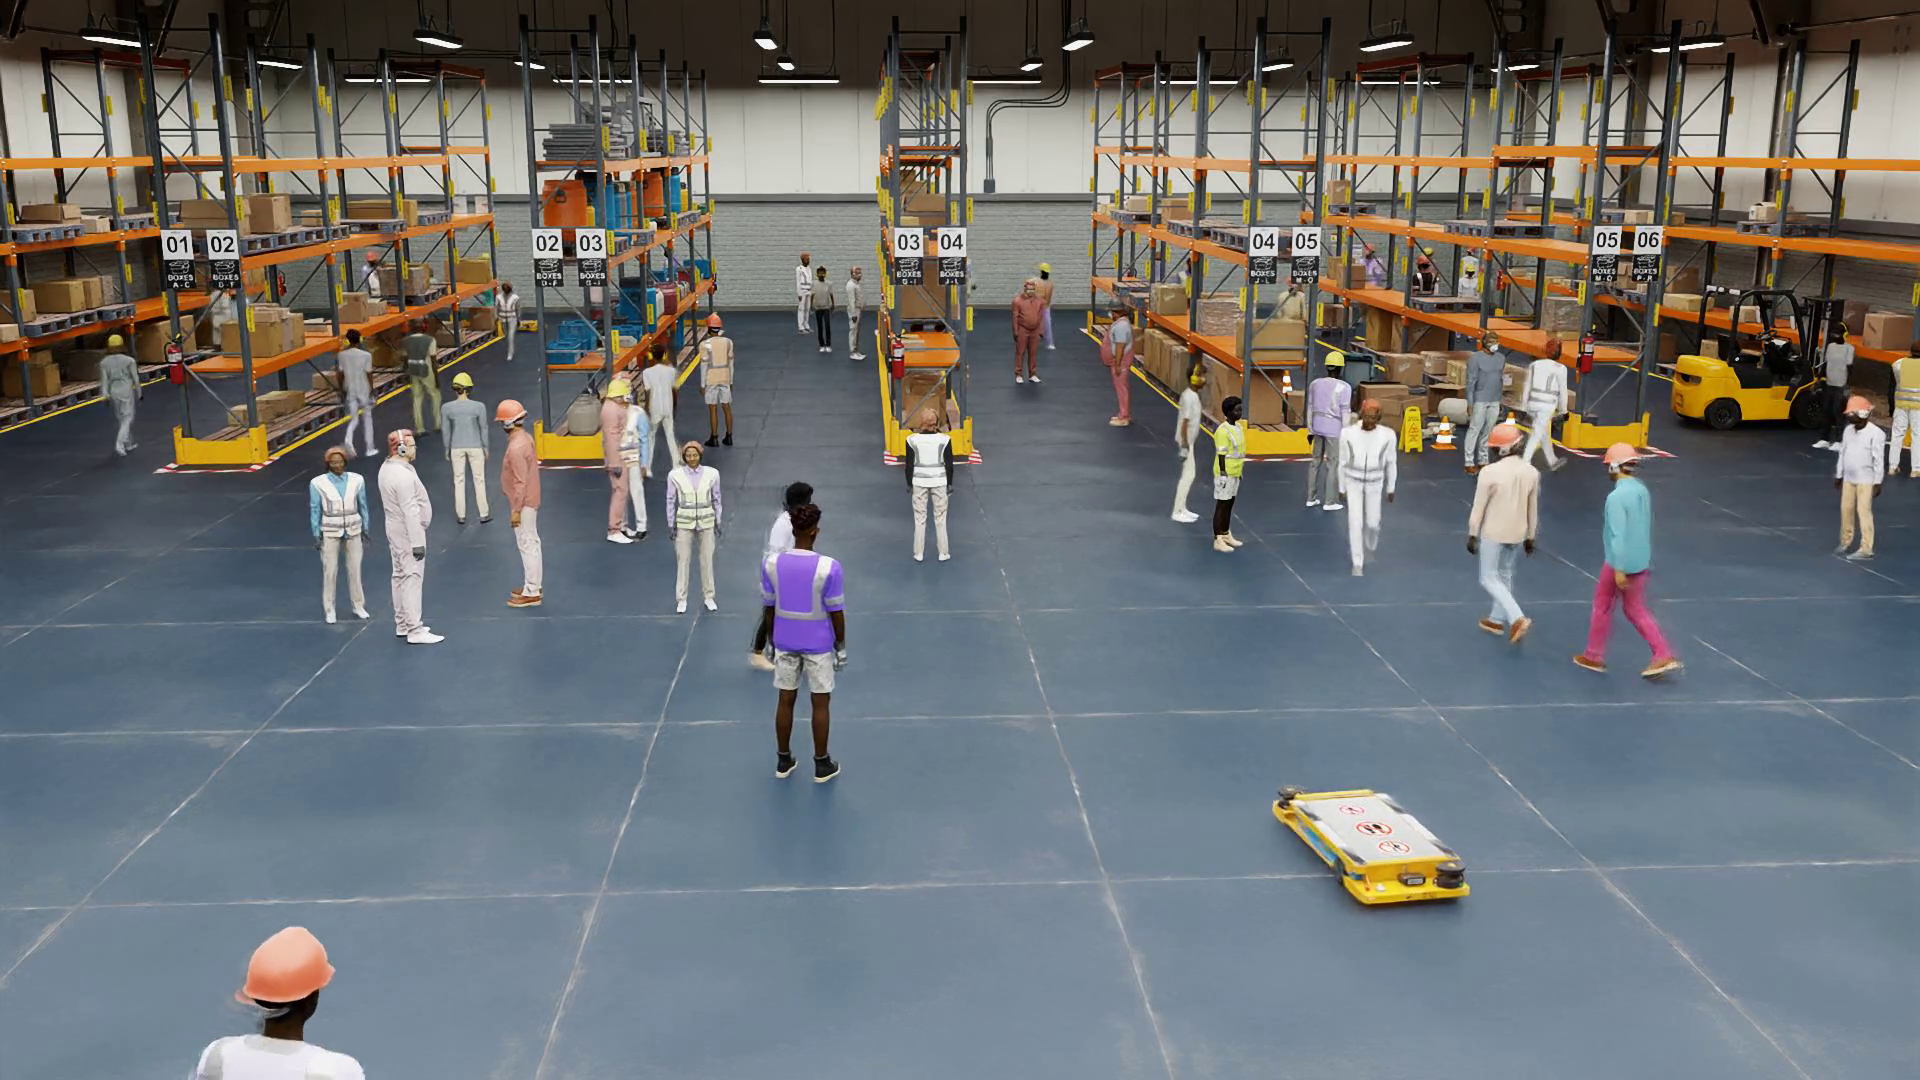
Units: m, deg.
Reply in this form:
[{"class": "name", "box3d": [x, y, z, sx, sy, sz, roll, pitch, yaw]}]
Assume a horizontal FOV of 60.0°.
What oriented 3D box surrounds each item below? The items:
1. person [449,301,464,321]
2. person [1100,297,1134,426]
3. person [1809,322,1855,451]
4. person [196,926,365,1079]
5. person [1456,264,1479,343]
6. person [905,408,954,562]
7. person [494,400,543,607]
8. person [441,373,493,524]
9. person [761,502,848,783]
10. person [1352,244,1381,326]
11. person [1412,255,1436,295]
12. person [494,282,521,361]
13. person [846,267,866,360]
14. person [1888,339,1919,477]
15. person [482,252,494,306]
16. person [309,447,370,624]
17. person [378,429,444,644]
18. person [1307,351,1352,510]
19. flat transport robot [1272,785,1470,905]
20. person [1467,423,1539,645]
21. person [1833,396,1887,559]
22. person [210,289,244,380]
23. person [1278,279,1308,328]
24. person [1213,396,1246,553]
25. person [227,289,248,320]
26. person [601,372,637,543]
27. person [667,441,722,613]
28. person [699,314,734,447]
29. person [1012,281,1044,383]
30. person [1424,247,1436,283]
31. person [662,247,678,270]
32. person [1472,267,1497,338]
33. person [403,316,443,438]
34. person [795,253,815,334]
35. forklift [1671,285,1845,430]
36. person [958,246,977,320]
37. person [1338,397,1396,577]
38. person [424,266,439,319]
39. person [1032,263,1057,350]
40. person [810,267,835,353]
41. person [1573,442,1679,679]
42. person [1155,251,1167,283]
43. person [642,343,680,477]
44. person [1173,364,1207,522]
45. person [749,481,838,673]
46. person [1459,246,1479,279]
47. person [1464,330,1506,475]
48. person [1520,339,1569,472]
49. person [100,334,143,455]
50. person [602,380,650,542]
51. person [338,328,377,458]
[{"class": "person", "box3d": [-11.948, -5.774, 39.433, 0.473, 1.716, 0.503, -3, 14, -13]}, {"class": "person", "box3d": [2.478, -2.841, 26.301, 0.536, 2.000, 0.700, 2, 13, 8]}, {"class": "person", "box3d": [12.678, -2.237, 24.142, 0.339, 1.857, 0.631, -3, 14, -13]}, {"class": "person", "box3d": [-2.109, 2.151, 5.411, 0.582, 1.918, 0.566, 3, 14, 12]}, {"class": "person", "box3d": [11.409, -5.315, 37.371, 0.524, 1.769, 0.314, -1, 13, -2]}, {"class": "person", "box3d": [-0.319, -0.572, 17.550, 0.511, 1.640, 0.308, 1, 13, 3]}, {"class": "person", "box3d": [-4.203, -0.355, 15.886, 0.392, 1.988, 0.608, -1, 13, -5]}, {"class": "person", "box3d": [-5.740, -1.060, 19.358, 0.523, 1.763, 0.329, -1, 13, -6]}, {"class": "person", "box3d": [-1.061, 0.703, 11.479, 0.599, 1.953, 0.368, 4, 14, 18]}, {"class": "person", "box3d": [10.011, -6.267, 40.893, 0.615, 1.997, 0.934, 9, 16, 33]}, {"class": "person", "box3d": [9.951, -5.109, 35.904, 0.610, 2.042, 0.396, -7, 15, -27]}, {"class": "person", "box3d": [-9.369, -4.562, 34.544, 0.499, 1.606, 0.827, 0, 13, 1]}, {"class": "person", "box3d": [-2.143, -4.699, 34.463, 0.410, 1.909, 0.643, 1, 13, 5]}, {"class": "person", "box3d": [12.698, -1.762, 22.157, 0.430, 1.845, 0.619, -10, 17, -37]}, {"class": "person", "box3d": [-11.830, -6.296, 41.555, 0.534, 1.748, 0.537, 7, 15, 28]}, {"class": "person", "box3d": [-5.715, -0.054, 15.356, 0.523, 1.638, 0.310, -10, 16, -36]}, {"class": "person", "box3d": [-4.864, -0.034, 14.698, 0.410, 1.909, 0.643, -9, 16, -34]}, {"class": "person", "box3d": [4.478, -1.328, 20.182, 0.423, 1.913, 0.603, -11, 17, -38]}, {"class": "flat transport robot", "box3d": [2.504, 1.839, 10.267, 0.652, 0.197, 1.431, -3, 14, -11]}, {"class": "person", "box3d": [4.811, -0.050, 14.642, 0.638, 1.965, 0.815, -5, 14, -20]}, {"class": "person", "box3d": [9.619, -0.681, 17.822, 0.369, 1.738, 0.603, -3, 14, -13]}, {"class": "person", "box3d": [-13.913, -4.049, 31.523, 0.637, 1.987, 0.920, 8, 16, 32]}, {"class": "person", "box3d": [6.839, -4.489, 33.979, 0.564, 1.717, 0.781, -4, 14, -16]}, {"class": "person", "box3d": [2.925, -0.722, 18.065, 0.318, 1.697, 0.535, 7, 15, 28]}, {"class": "person", "box3d": [-14.410, -4.277, 33.091, 0.618, 1.708, 0.545, -2, 13, -8]}, {"class": "person", "box3d": [-3.744, -0.921, 18.495, 0.395, 1.895, 0.656, 0, 13, 1]}, {"class": "person", "box3d": [-2.496, -0.128, 15.670, 0.523, 1.638, 0.310, -4, 14, -16]}, {"class": "person", "box3d": [-3.573, -2.333, 24.366, 0.543, 1.939, 0.362, -9, 16, -34]}, {"class": "person", "box3d": [1.279, -3.876, 30.992, 0.639, 1.902, 0.407, -6, 15, -24]}, {"class": "person", "box3d": [12.325, -6.808, 43.725, 0.374, 1.753, 0.594, 11, 17, 40]}, {"class": "person", "box3d": [-7.428, -6.591, 42.615, 0.429, 1.845, 0.621, 2, 13, 7]}, {"class": "person", "box3d": [11.989, -5.407, 37.895, 0.724, 1.693, 0.724, -9, 16, -33]}, {"class": "person", "box3d": [-8.104, -2.497, 25.309, 0.604, 1.815, 0.792, 3, 14, 14]}, {"class": "person", "box3d": [-3.651, -5.810, 39.220, 0.354, 1.883, 0.573, 7, 15, 26]}, {"class": "forklift", "box3d": [12.503, -2.886, 26.166, 2.313, 2.155, 1.214, -1, 13, -3]}, {"class": "person", "box3d": [0.166, -6.588, 42.498, 0.902, 1.879, 0.671, -10, 17, -37]}, {"class": "person", "box3d": [4.157, -0.558, 17.046, 0.581, 1.863, 0.543, 3, 14, 13]}, {"class": "person", "box3d": [-12.412, -5.581, 38.865, 0.500, 1.618, 0.694, 0, 13, 2]}, {"class": "person", "box3d": [1.775, -5.105, 36.277, 0.583, 1.877, 1.017, -6, 15, -25]}, {"class": "person", "box3d": [-2.923, -4.884, 35.414, 0.502, 1.821, 0.905, -1, 13, -2]}, {"class": "person", "box3d": [5.554, 0.188, 13.699, 0.615, 1.944, 0.832, -9, 16, -34]}, {"class": "person", "box3d": [5.274, -6.847, 44.138, 0.501, 1.636, 0.279, 10, 17, 36]}, {"class": "person", "box3d": [-3.939, -1.673, 21.842, 0.519, 1.810, 0.968, -9, 16, -33]}, {"class": "person", "box3d": [2.692, -1.141, 19.503, 0.345, 1.855, 0.543, 3, 14, 13]}, {"class": "person", "box3d": [-1.376, 0.328, 13.738, 0.898, 1.624, 0.579, 2, 13, 9]}, {"class": "person", "box3d": [13.620, -6.997, 44.523, 0.341, 1.752, 0.563, -13, 18, -43]}, {"class": "person", "box3d": [7.031, -1.841, 22.284, 0.635, 1.937, 0.354, -7, 15, -27]}, {"class": "person", "box3d": [7.821, -1.753, 22.162, 1.006, 1.820, 0.571, -7, 15, -27]}, {"class": "person", "box3d": [-12.025, -2.086, 23.806, 0.481, 1.711, 0.789, 0, 13, 0]}, {"class": "person", "box3d": [-3.716, -0.880, 18.475, 0.611, 1.822, 0.409, 6, 14, 23]}, {"class": "person", "box3d": [-8.504, -2.046, 23.375, 0.553, 1.840, 0.714, 1, 13, 4]}]
